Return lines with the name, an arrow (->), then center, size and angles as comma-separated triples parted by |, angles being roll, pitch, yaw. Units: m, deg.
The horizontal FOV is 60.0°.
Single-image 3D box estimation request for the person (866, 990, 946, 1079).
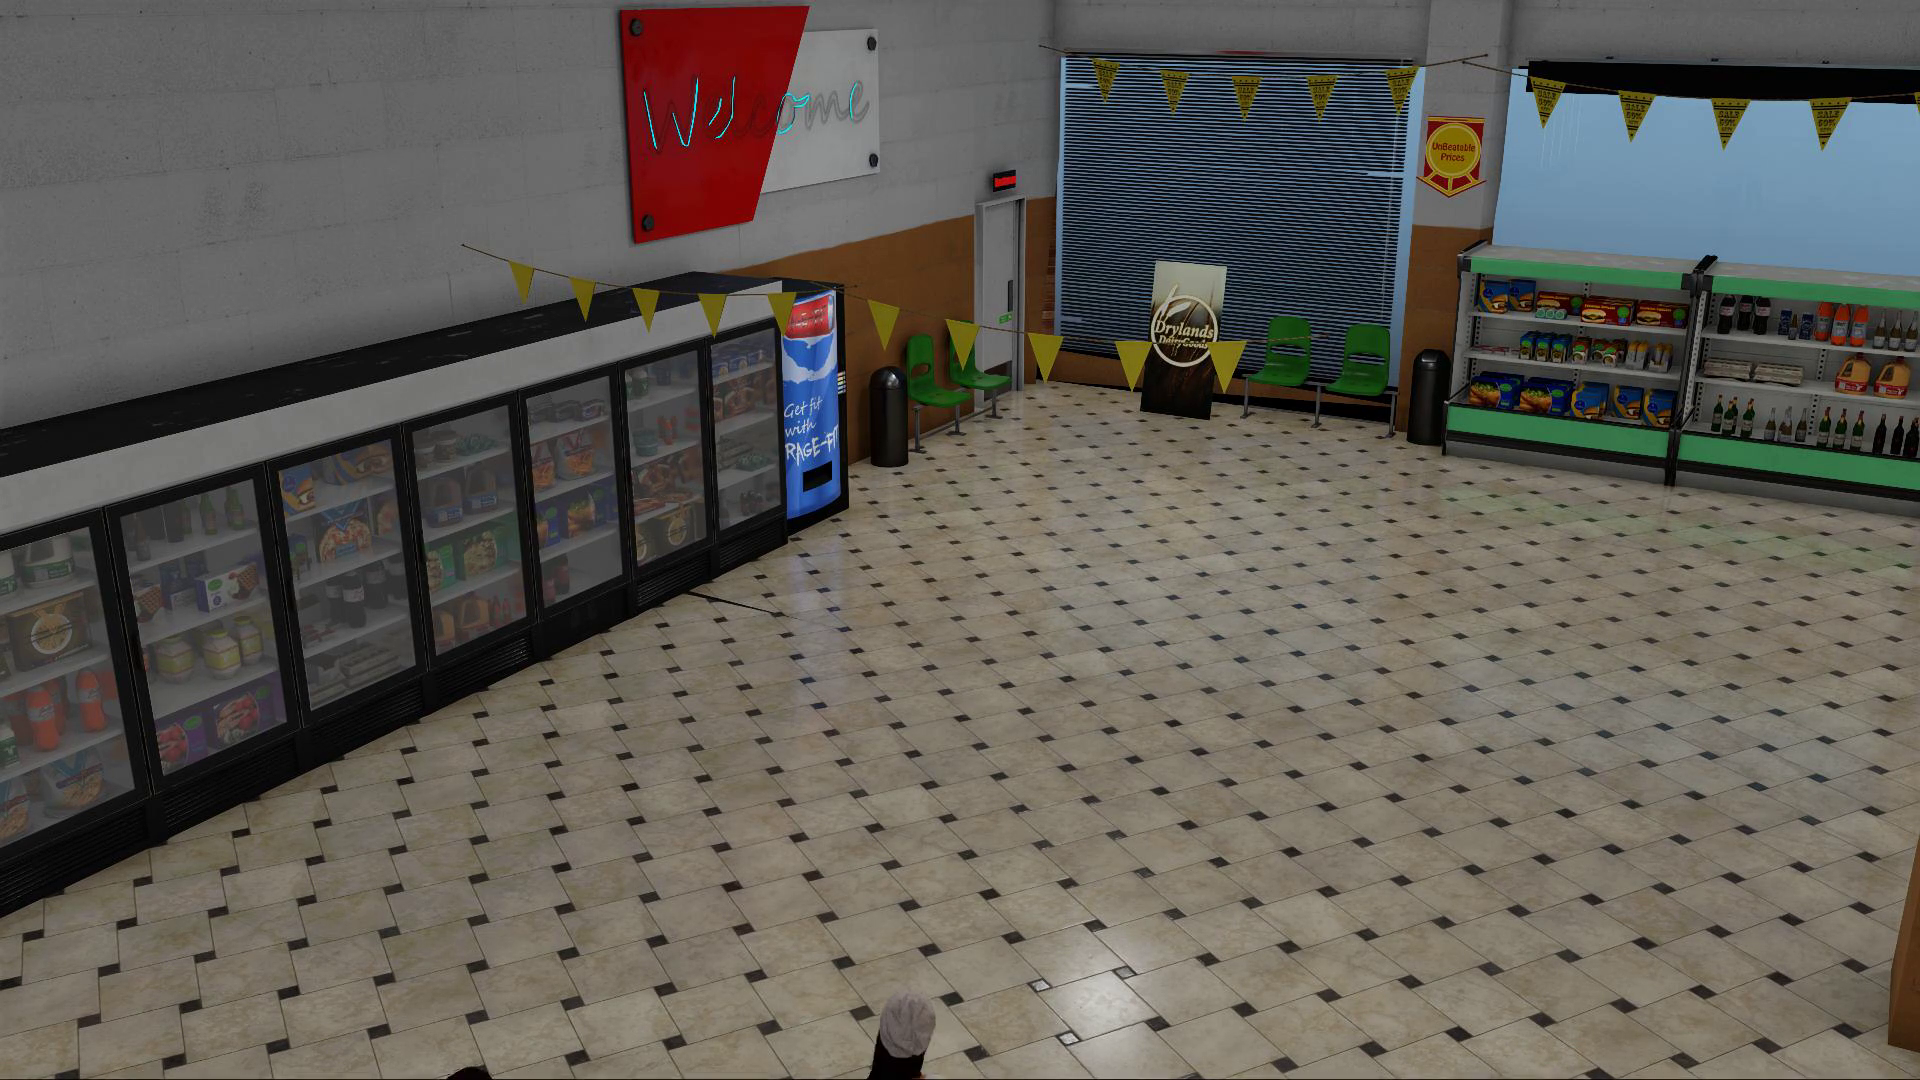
person -> -0.202, 2.247, 5.378 | 0.898, 1.620, 0.989 | -9, 21, -24
